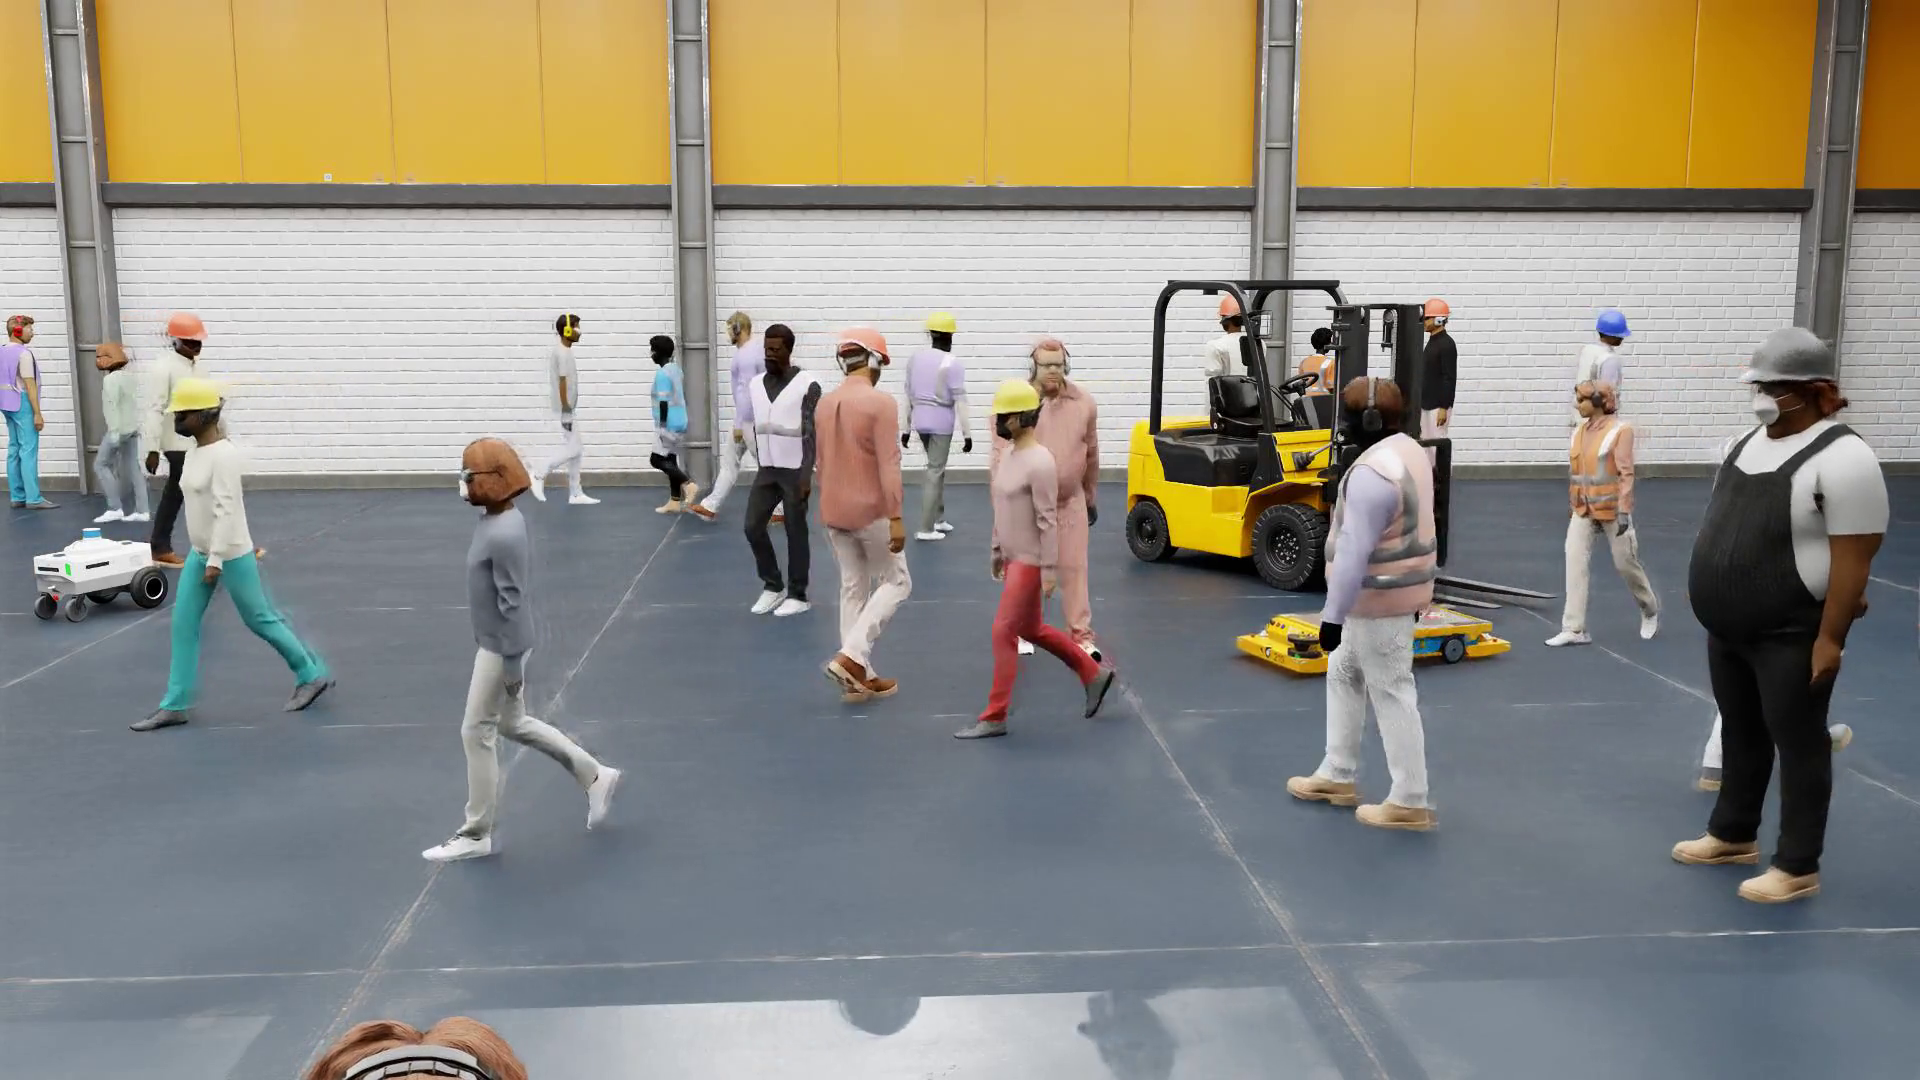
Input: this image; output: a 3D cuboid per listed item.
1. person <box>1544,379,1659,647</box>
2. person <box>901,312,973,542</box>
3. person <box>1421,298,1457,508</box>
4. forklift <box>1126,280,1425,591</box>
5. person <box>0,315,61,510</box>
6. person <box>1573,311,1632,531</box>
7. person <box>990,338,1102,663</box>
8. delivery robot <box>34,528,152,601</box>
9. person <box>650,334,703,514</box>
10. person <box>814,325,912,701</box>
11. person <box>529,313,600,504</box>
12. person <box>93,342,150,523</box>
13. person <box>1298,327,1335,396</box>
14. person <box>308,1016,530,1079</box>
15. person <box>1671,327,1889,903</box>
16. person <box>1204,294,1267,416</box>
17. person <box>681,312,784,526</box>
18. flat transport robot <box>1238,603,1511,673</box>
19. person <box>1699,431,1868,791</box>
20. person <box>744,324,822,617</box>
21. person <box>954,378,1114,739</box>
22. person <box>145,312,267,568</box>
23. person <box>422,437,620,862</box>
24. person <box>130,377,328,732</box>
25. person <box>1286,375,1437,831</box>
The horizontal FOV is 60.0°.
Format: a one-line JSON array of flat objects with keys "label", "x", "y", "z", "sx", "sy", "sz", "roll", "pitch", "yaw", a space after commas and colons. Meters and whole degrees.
[{"label": "person", "x": 3.903, "y": -0.171, "z": 9.994, "sx": 0.807, "sy": 1.600, "sz": 0.565, "roll": -5, "pitch": 10, "yaw": -27}, {"label": "person", "x": -0.141, "y": -0.953, "z": 13.944, "sx": 0.626, "sy": 1.900, "sz": 0.723, "roll": 8, "pitch": 12, "yaw": 40}, {"label": "person", "x": 4.500, "y": -1.291, "z": 15.806, "sx": 0.394, "sy": 1.992, "sz": 0.622, "roll": 0, "pitch": 9, "yaw": -2}, {"label": "forklift", "x": 2.301, "y": -0.860, "z": 12.475, "sx": 1.214, "sy": 2.155, "sz": 2.313, "roll": -6, "pitch": 11, "yaw": -35}, {"label": "person", "x": -8.869, "y": -1.195, "z": 15.700, "sx": 0.563, "sy": 1.837, "sz": 0.388, "roll": 6, "pitch": 11, "yaw": 34}, {"label": "person", "x": 5.547, "y": -1.037, "z": 14.525, "sx": 0.373, "sy": 1.907, "sz": 0.705, "roll": 0, "pitch": 9, "yaw": -2}, {"label": "person", "x": 0.502, "y": -0.205, "z": 9.434, "sx": 0.688, "sy": 1.851, "sz": 0.984, "roll": -2, "pitch": 9, "yaw": -12}, {"label": "delivery robot", "x": -5.666, "y": 0.164, "z": 10.884, "sx": 0.477, "sy": 0.478, "sz": 0.707, "roll": 3, "pitch": 10, "yaw": 21}, {"label": "person", "x": -2.645, "y": -1.053, "z": 15.333, "sx": 0.439, "sy": 1.678, "sz": 0.531, "roll": 0, "pitch": 9, "yaw": 2}, {"label": "person", "x": -0.496, "y": -0.127, "z": 8.619, "sx": 0.524, "sy": 1.952, "sz": 0.692, "roll": -8, "pitch": 12, "yaw": -43}, {"label": "person", "x": -3.817, "y": -1.242, "z": 15.953, "sx": 0.589, "sy": 1.853, "sz": 0.536, "roll": -1, "pitch": 9, "yaw": -8}, {"label": "person", "x": -7.556, "y": -0.950, "z": 14.835, "sx": 0.557, "sy": 1.611, "sz": 0.532, "roll": -1, "pitch": 9, "yaw": -7}, {"label": "person", "x": 3.629, "y": -1.303, "z": 16.838, "sx": 0.320, "sy": 1.694, "sz": 0.531, "roll": -5, "pitch": 10, "yaw": -28}, {"label": "person", "x": -0.405, "y": 1.187, "z": 1.359, "sx": 0.514, "sy": 1.642, "sz": 0.310, "roll": -4, "pitch": 10, "yaw": -21}, {"label": "person", "x": 2.878, "y": 0.257, "z": 5.944, "sx": 0.536, "sy": 2.000, "sz": 0.686, "roll": -2, "pitch": 9, "yaw": -10}, {"label": "person", "x": 2.401, "y": -1.143, "z": 14.715, "sx": 0.607, "sy": 2.048, "sz": 0.370, "roll": -4, "pitch": 10, "yaw": -24}, {"label": "person", "x": -1.968, "y": -1.042, "z": 14.591, "sx": 1.028, "sy": 1.878, "sz": 0.662, "roll": -1, "pitch": 9, "yaw": -7}, {"label": "flat transport robot", "x": 2.401, "y": 0.551, "z": 9.635, "sx": 1.431, "sy": 0.197, "sz": 0.652, "roll": -3, "pitch": 10, "yaw": -21}, {"label": "person", "x": 3.620, "y": 0.159, "z": 7.191, "sx": 0.975, "sy": 1.835, "sz": 0.582, "roll": -2, "pitch": 9, "yaw": -15}, {"label": "person", "x": -1.152, "y": -0.436, "z": 10.730, "sx": 0.600, "sy": 1.902, "sz": 0.512, "roll": 5, "pitch": 10, "yaw": 30}, {"label": "person", "x": 0.372, "y": 0.083, "z": 8.025, "sx": 0.807, "sy": 1.737, "sz": 0.530, "roll": -3, "pitch": 10, "yaw": -19}, {"label": "person", "x": -5.682, "y": -0.724, "z": 12.408, "sx": 1.015, "sy": 1.924, "sz": 0.750, "roll": 0, "pitch": 9, "yaw": 3}, {"label": "person", "x": -1.693, "y": 0.403, "z": 6.339, "sx": 0.705, "sy": 1.609, "sz": 0.506, "roll": -3, "pitch": 10, "yaw": -18}, {"label": "person", "x": -3.625, "y": 0.050, "z": 8.235, "sx": 0.532, "sy": 1.724, "sz": 0.899, "roll": 8, "pitch": 12, "yaw": 40}, {"label": "person", "x": 1.589, "y": 0.248, "z": 6.707, "sx": 0.769, "sy": 1.810, "sz": 0.654, "roll": 5, "pitch": 10, "yaw": 27}]
